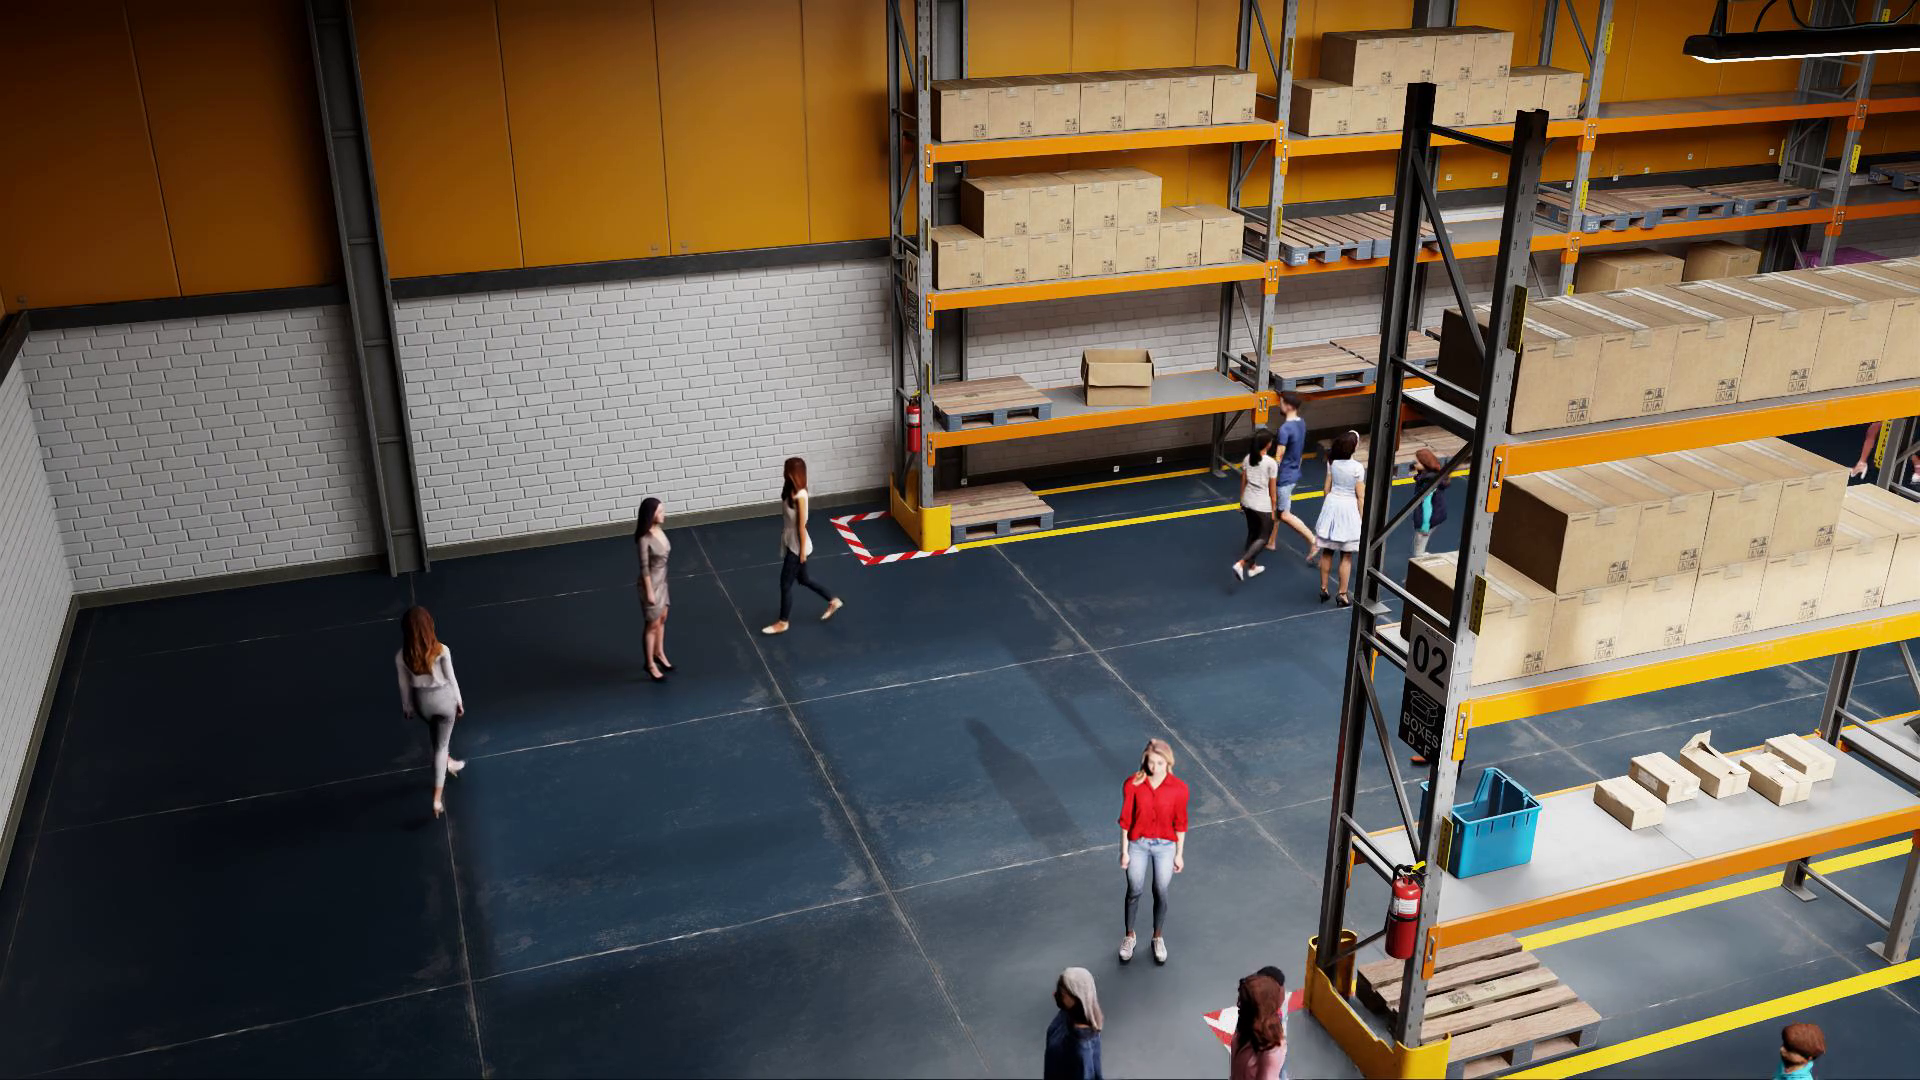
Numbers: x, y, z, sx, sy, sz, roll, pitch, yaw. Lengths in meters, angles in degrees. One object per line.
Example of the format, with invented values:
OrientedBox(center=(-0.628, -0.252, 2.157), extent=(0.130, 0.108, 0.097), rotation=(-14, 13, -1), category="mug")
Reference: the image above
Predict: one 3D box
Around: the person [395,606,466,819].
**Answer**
OrientedBox(center=(-4.074, 1.348, 12.997), extent=(1.002, 1.688, 0.847), rotation=(-1, 24, -3), category="person")

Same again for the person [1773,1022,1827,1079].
OrientedBox(center=(4.543, 3.245, 9.005), extent=(1.023, 1.409, 0.794), rotation=(2, 24, 4), category="person")

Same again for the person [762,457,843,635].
OrientedBox(center=(-1.477, 0.052, 15.881), extent=(1.043, 1.753, 0.619), rotation=(-7, 25, -15), category="person")

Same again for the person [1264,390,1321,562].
OrientedBox(center=(3.486, -0.640, 17.388), extent=(1.098, 1.814, 1.099), rotation=(14, 27, 28), category="person")

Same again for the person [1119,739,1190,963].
OrientedBox(center=(1.304, 2.088, 11.286), extent=(0.612, 1.704, 0.747), rotation=(3, 24, 6), category="person")

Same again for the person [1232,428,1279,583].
OrientedBox(center=(2.984, -0.316, 16.879), extent=(0.951, 1.629, 0.770), rotation=(-20, 31, -38), category="person")

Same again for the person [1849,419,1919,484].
OrientedBox(center=(10.946, -1.451, 19.322), extent=(1.135, 1.751, 0.964), rotation=(6, 24, 14), category="person")

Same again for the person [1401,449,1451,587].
OrientedBox(center=(4.770, -0.192, 16.782), extent=(0.865, 1.479, 0.789), rotation=(3, 24, 8), category="person")

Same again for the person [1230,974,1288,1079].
OrientedBox(center=(1.669, 3.071, 8.934), extent=(0.663, 1.786, 0.647), rotation=(-7, 25, -15), category="person")

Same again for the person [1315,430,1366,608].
OrientedBox(center=(3.762, -0.211, 16.405), extent=(0.839, 1.815, 0.883), rotation=(19, 30, 37), category="person")

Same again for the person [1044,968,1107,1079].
OrientedBox(center=(0.730, 3.044, 9.124), extent=(0.739, 1.683, 0.713), rotation=(1, 24, 2), category="person")

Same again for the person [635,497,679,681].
OrientedBox(center=(-2.770, 0.431, 15.024), extent=(0.670, 1.745, 0.663), rotation=(4, 24, 9), category="person")

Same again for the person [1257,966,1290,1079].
OrientedBox(center=(1.742, 2.993, 9.792), extent=(0.548, 1.243, 0.563), rotation=(-12, 26, -25), category="person")
